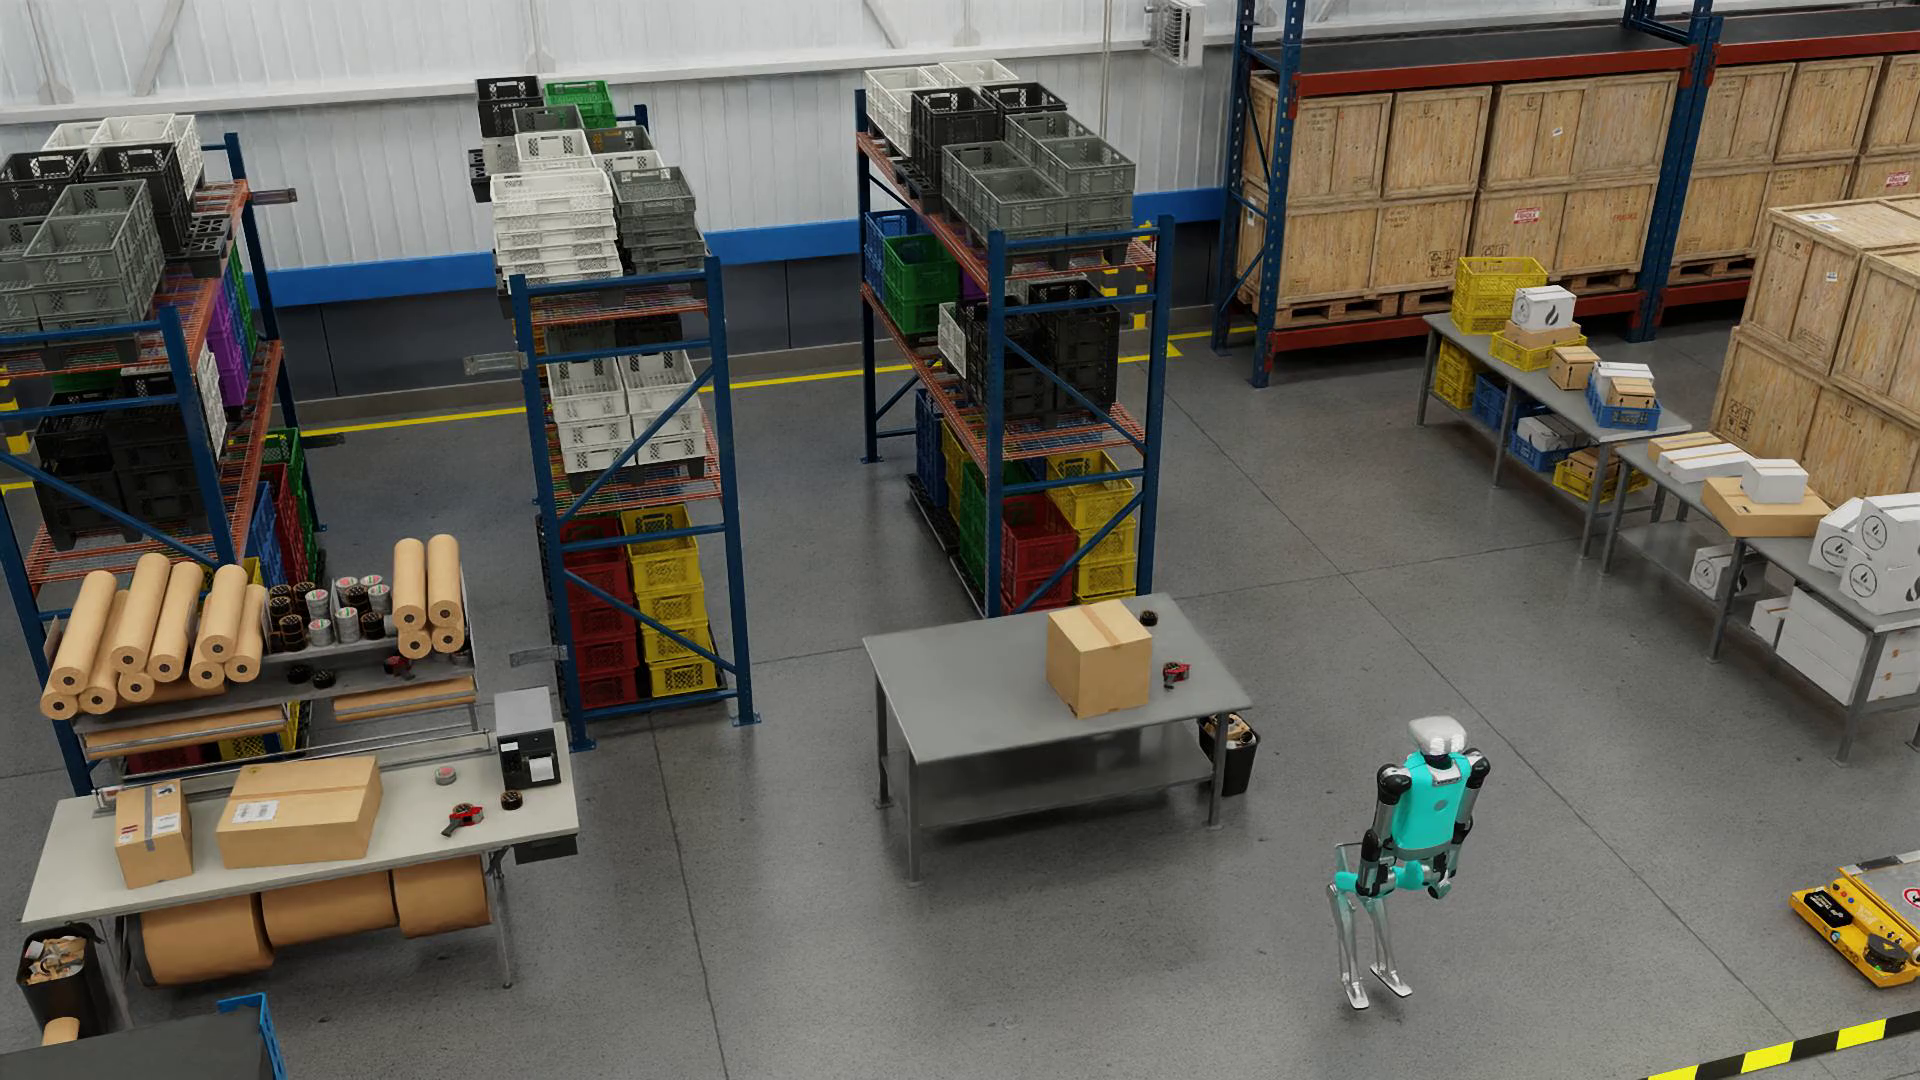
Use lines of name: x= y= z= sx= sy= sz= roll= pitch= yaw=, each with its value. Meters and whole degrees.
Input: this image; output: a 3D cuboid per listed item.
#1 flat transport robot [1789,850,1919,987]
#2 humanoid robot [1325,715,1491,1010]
flat transport robot: x=5.163 y=1.916 z=8.676 sx=1.431 sy=0.231 sz=0.659 roll=-8 pitch=30 yaw=-14
humanoid robot: x=2.029 y=1.438 z=7.880 sx=0.533 sy=1.677 sz=0.735 roll=-8 pitch=30 yaw=-15
